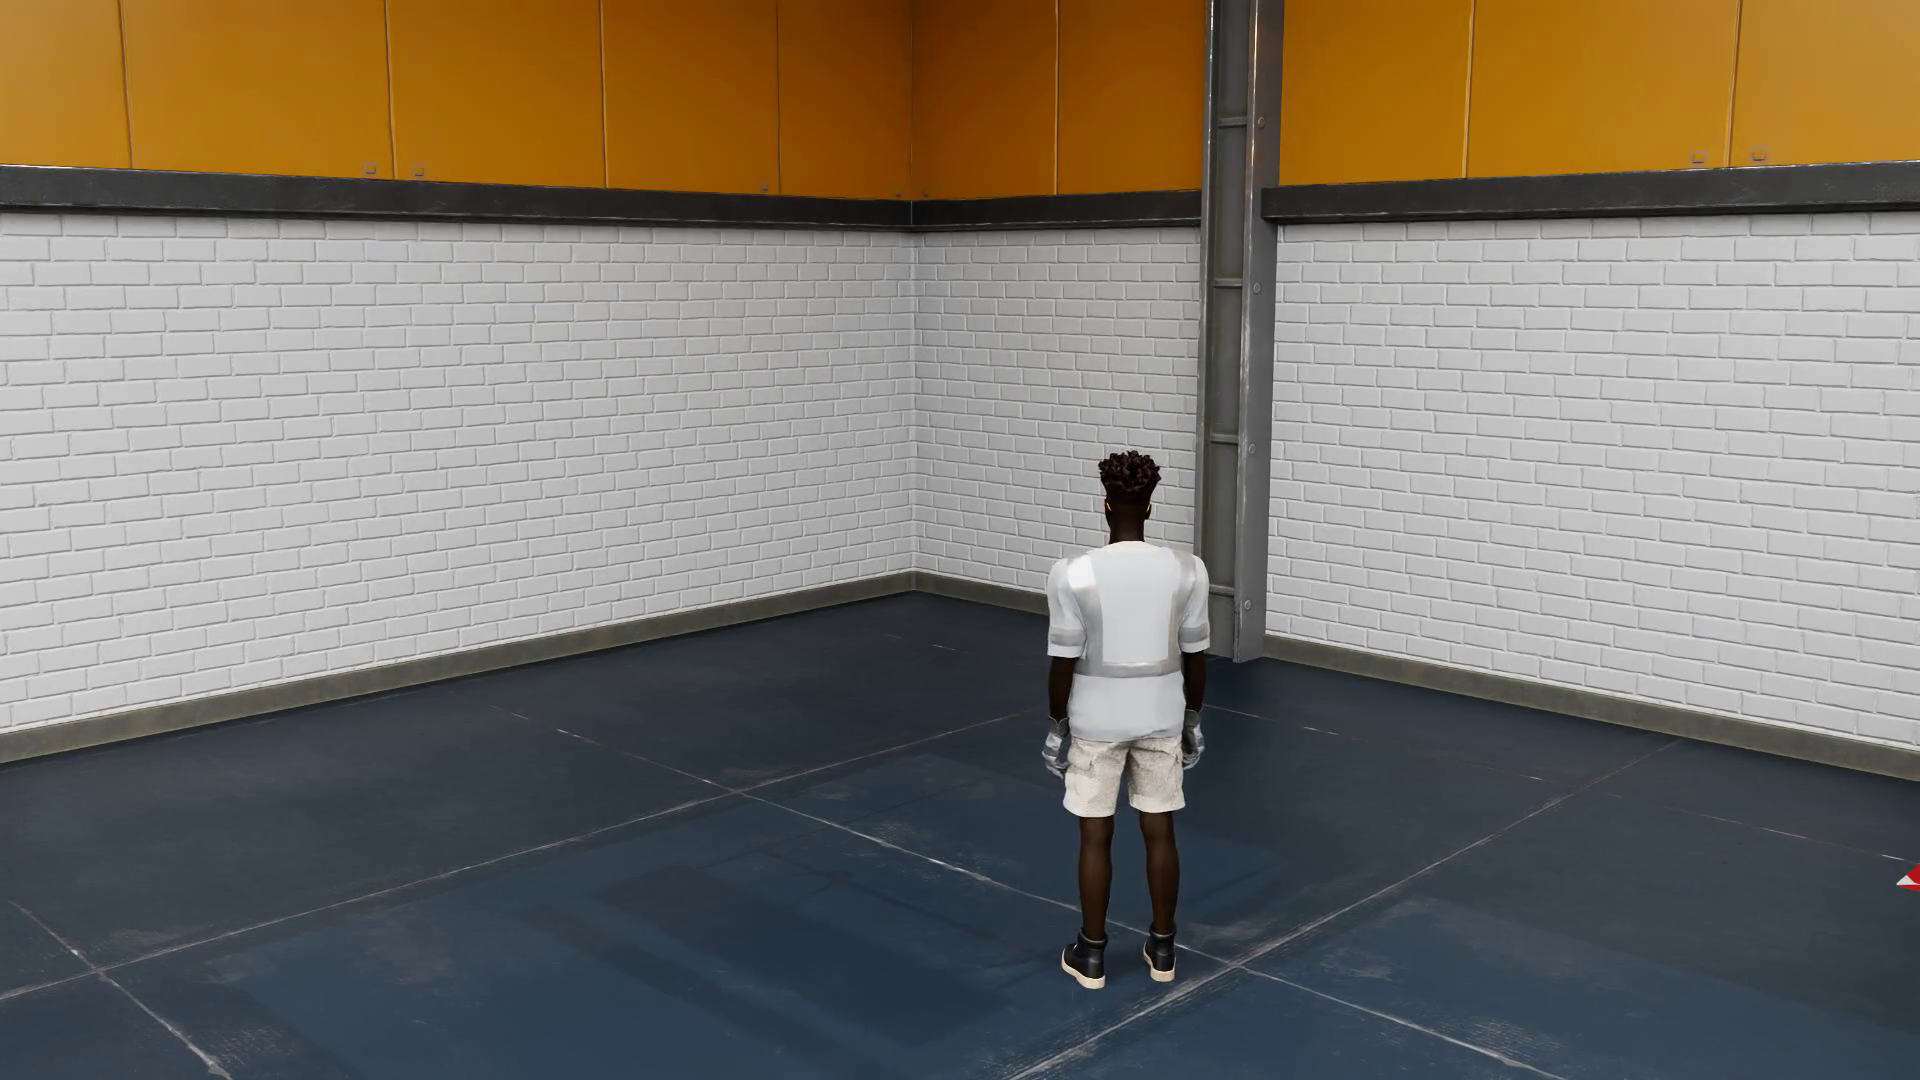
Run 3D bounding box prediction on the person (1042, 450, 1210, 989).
[{"bbox_3d":[0.599,0.652,6.041,0.613,1.965,0.361,-2,9,-10],"label":"person"}]
